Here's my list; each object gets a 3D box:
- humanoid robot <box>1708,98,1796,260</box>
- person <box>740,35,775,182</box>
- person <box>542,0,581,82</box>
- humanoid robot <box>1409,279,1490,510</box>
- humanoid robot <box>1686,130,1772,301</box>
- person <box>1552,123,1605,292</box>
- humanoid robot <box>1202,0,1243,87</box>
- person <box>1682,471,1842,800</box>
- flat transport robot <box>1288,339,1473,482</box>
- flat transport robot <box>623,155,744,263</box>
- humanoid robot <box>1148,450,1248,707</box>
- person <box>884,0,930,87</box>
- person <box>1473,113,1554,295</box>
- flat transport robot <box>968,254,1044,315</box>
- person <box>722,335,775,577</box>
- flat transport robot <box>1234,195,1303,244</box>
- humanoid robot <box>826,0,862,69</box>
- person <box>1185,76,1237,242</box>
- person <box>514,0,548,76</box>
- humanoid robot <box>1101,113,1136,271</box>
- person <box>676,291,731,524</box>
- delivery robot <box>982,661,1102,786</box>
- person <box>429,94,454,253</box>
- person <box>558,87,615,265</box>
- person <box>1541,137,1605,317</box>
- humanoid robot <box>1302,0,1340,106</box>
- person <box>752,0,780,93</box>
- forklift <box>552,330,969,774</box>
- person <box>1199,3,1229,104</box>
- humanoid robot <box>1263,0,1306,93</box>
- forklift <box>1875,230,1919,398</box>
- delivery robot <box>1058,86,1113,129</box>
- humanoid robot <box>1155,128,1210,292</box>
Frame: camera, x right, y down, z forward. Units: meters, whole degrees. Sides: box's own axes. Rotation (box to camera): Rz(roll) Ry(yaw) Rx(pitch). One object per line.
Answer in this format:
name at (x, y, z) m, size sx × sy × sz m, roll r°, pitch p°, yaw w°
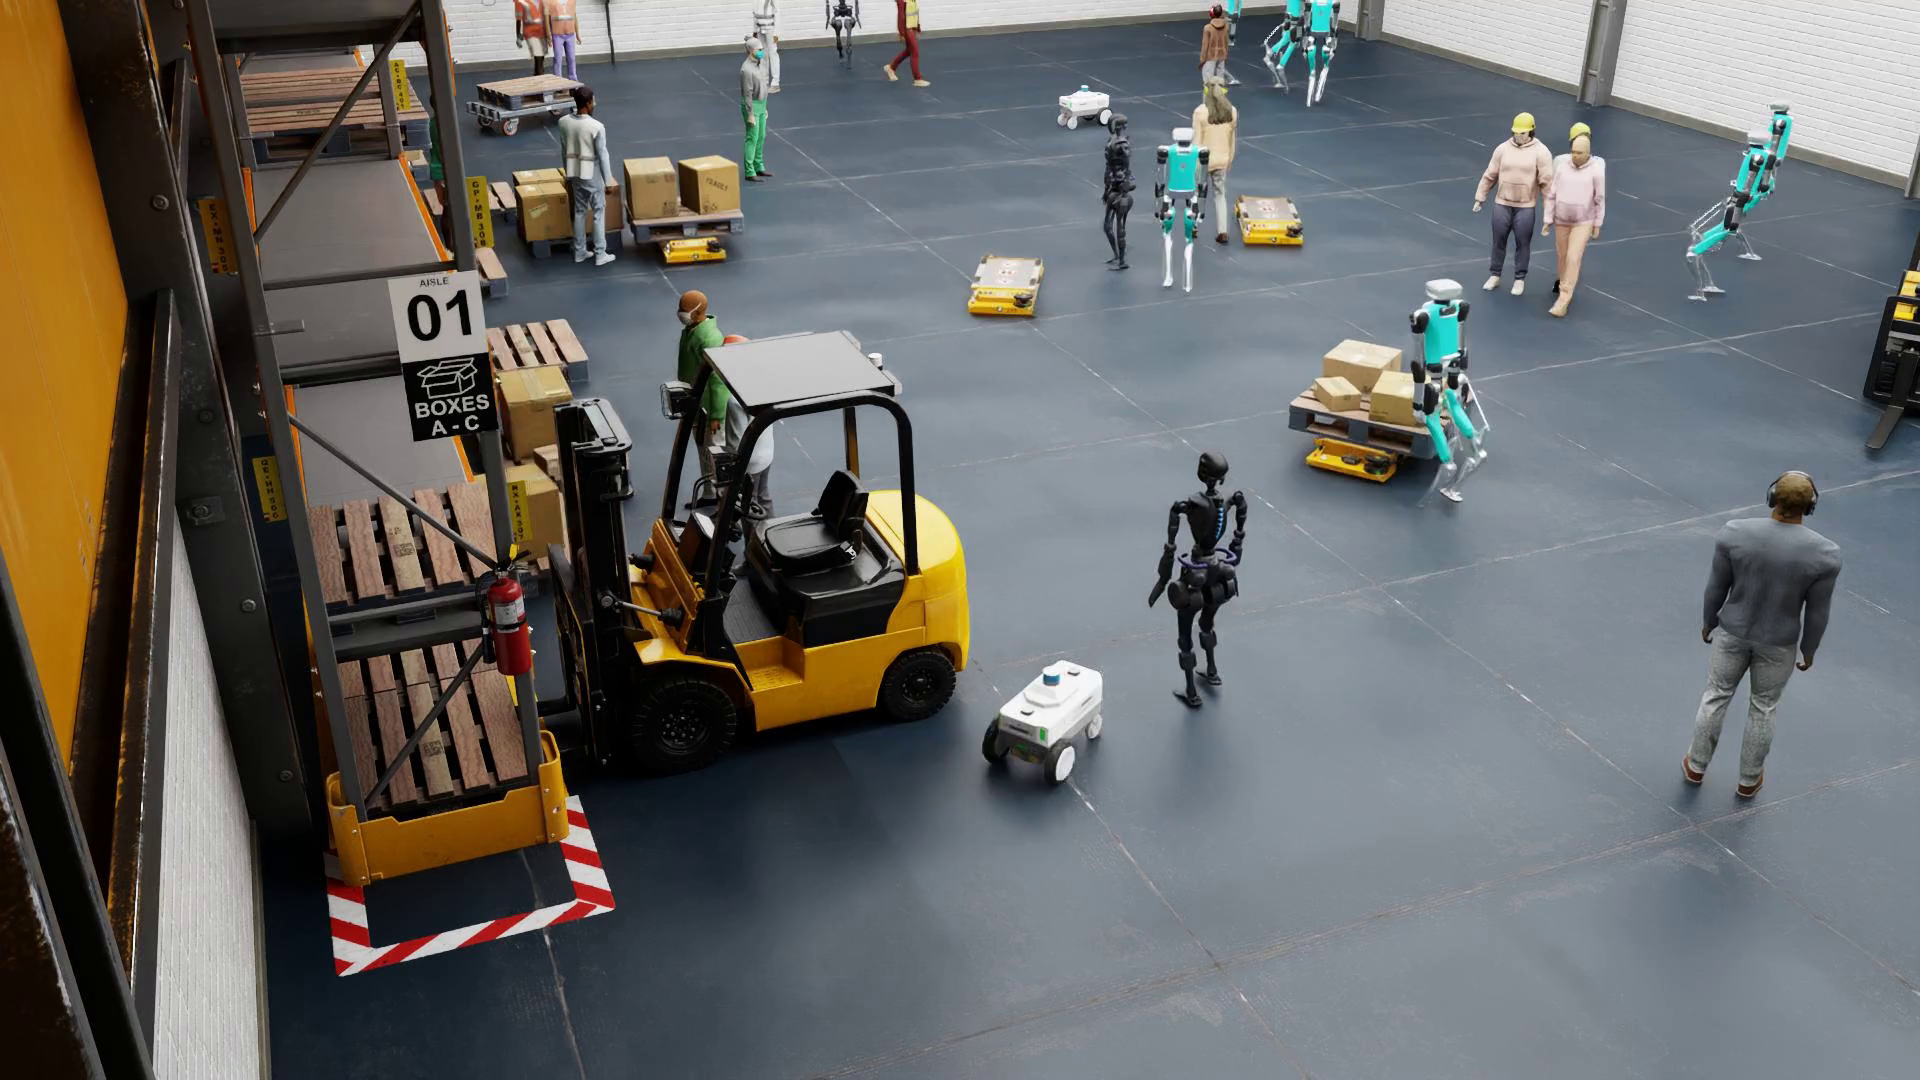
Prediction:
humanoid robot at (8.661, -3.899, 18.249) m, size 0.716 × 1.910 × 0.549 m, roll 16°, pitch 31°, yaw 28°
person at (-2.614, -5.505, 21.201) m, size 0.340 × 1.838 × 0.509 m, roll 7°, pitch 27°, yaw 13°
person at (-6.159, -7.827, 25.801) m, size 0.564 × 1.846 × 0.391 m, roll -20°, pitch 33°, yaw -34°
humanoid robot at (3.676, -0.987, 12.357) m, size 0.543 × 1.807 × 0.756 m, roll -16°, pitch 31°, yaw -29°
humanoid robot at (7.693, -3.278, 16.883) m, size 0.723 × 1.795 × 0.543 m, roll 11°, pitch 29°, yaw 21°
person at (6.310, -3.410, 17.166) m, size 0.548 × 1.716 × 0.792 m, roll 14°, pitch 30°, yaw 26°
humanoid robot at (4.107, -8.054, 26.408) m, size 0.887 × 1.777 × 0.554 m, roll 0°, pitch 27°, yaw 0°
person at (4.368, 0.521, 9.104) m, size 0.627 × 1.932 × 0.362 m, roll 16°, pitch 31°, yaw 28°
flat transport robot at (3.441, -0.857, 13.693) m, size 0.659 × 0.231 × 1.431 m, roll 16°, pitch 31°, yaw 29°
flat transport robot at (-3.101, -3.439, 18.827) m, size 0.659 × 0.231 × 1.431 m, roll -7°, pitch 28°, yaw -14°
humanoid robot at (1.425, 0.219, 9.981) m, size 0.584 × 1.656 × 0.383 m, roll -11°, pitch 29°, yaw -22°
person at (-0.864, -8.163, 26.588) m, size 0.793 × 1.744 × 0.476 m, roll 10°, pitch 28°, yaw 19°
person at (5.730, -3.479, 17.144) m, size 0.821 × 1.855 × 0.434 m, roll 15°, pitch 30°, yaw 28°
flat transport robot at (0.487, -2.650, 17.259) m, size 0.659 × 0.231 × 1.431 m, roll 3°, pitch 27°, yaw 6°
person at (-1.477, -0.584, 11.512) m, size 0.352 × 1.740 × 0.571 m, roll 7°, pitch 28°, yaw 14°
flat transport robot at (3.596, -3.742, 19.430) m, size 0.659 × 0.231 × 1.431 m, roll 2°, pitch 27°, yaw 3°
humanoid robot at (-1.959, -8.801, 27.981) m, size 0.609 × 1.643 × 0.734 m, roll 0°, pitch 27°, yaw -1°
person at (2.829, -4.284, 18.738) m, size 0.574 × 1.840 × 0.669 m, roll -6°, pitch 27°, yaw -11°
person at (-6.524, -7.833, 25.747) m, size 0.608 × 1.915 × 1.002 m, roll -24°, pitch 35°, yaw -39°
humanoid robot at (1.698, -3.740, 17.854) m, size 0.308 × 1.658 × 0.610 m, roll -8°, pitch 28°, yaw -16°
person at (-1.879, -0.986, 12.265) m, size 0.384 × 1.781 × 0.551 m, roll -14°, pitch 30°, yaw -25°
delivery robot at (0.510, 1.033, 9.634) m, size 0.499 × 0.612 × 0.801 m, roll 17°, pitch 31°, yaw 30°
person at (-5.562, -3.923, 18.042) m, size 0.497 × 1.843 × 0.404 m, roll 24°, pitch 35°, yaw 39°
person at (-4.028, -3.919, 17.967) m, size 0.596 × 1.906 × 0.402 m, roll 12°, pitch 29°, yaw 23°
person at (6.033, -3.108, 16.510) m, size 0.541 × 1.752 × 0.783 m, roll 22°, pitch 34°, yaw 36°
humanoid robot at (5.459, -7.442, 25.214) m, size 0.539 × 1.860 × 0.738 m, roll 8°, pitch 28°, yaw 16°
person at (-3.045, -7.978, 26.061) m, size 0.361 × 1.882 × 0.573 m, roll -23°, pitch 35°, yaw -38°
forklift at (-1.094, 0.010, 9.831) m, size 2.313 × 2.155 × 1.214 m, roll -10°, pitch 28°, yaw -20°
person at (3.731, -7.024, 24.415) m, size 0.458 × 1.651 × 0.334 m, roll -13°, pitch 29°, yaw -24°
humanoid robot at (5.024, -7.880, 26.051) m, size 0.705 × 1.816 × 0.532 m, roll -9°, pitch 28°, yaw -17°
forklift at (9.029, -2.397, 14.618) m, size 1.214 × 2.155 × 2.313 m, roll 18°, pitch 32°, yaw 32°
delivery robot at (1.835, -6.298, 24.217) m, size 0.791 × 0.614 × 0.499 m, roll -14°, pitch 30°, yaw -26°
humanoid robot at (2.263, -3.418, 17.175) m, size 0.530 × 1.785 × 0.789 m, roll 2°, pitch 27°, yaw 5°
